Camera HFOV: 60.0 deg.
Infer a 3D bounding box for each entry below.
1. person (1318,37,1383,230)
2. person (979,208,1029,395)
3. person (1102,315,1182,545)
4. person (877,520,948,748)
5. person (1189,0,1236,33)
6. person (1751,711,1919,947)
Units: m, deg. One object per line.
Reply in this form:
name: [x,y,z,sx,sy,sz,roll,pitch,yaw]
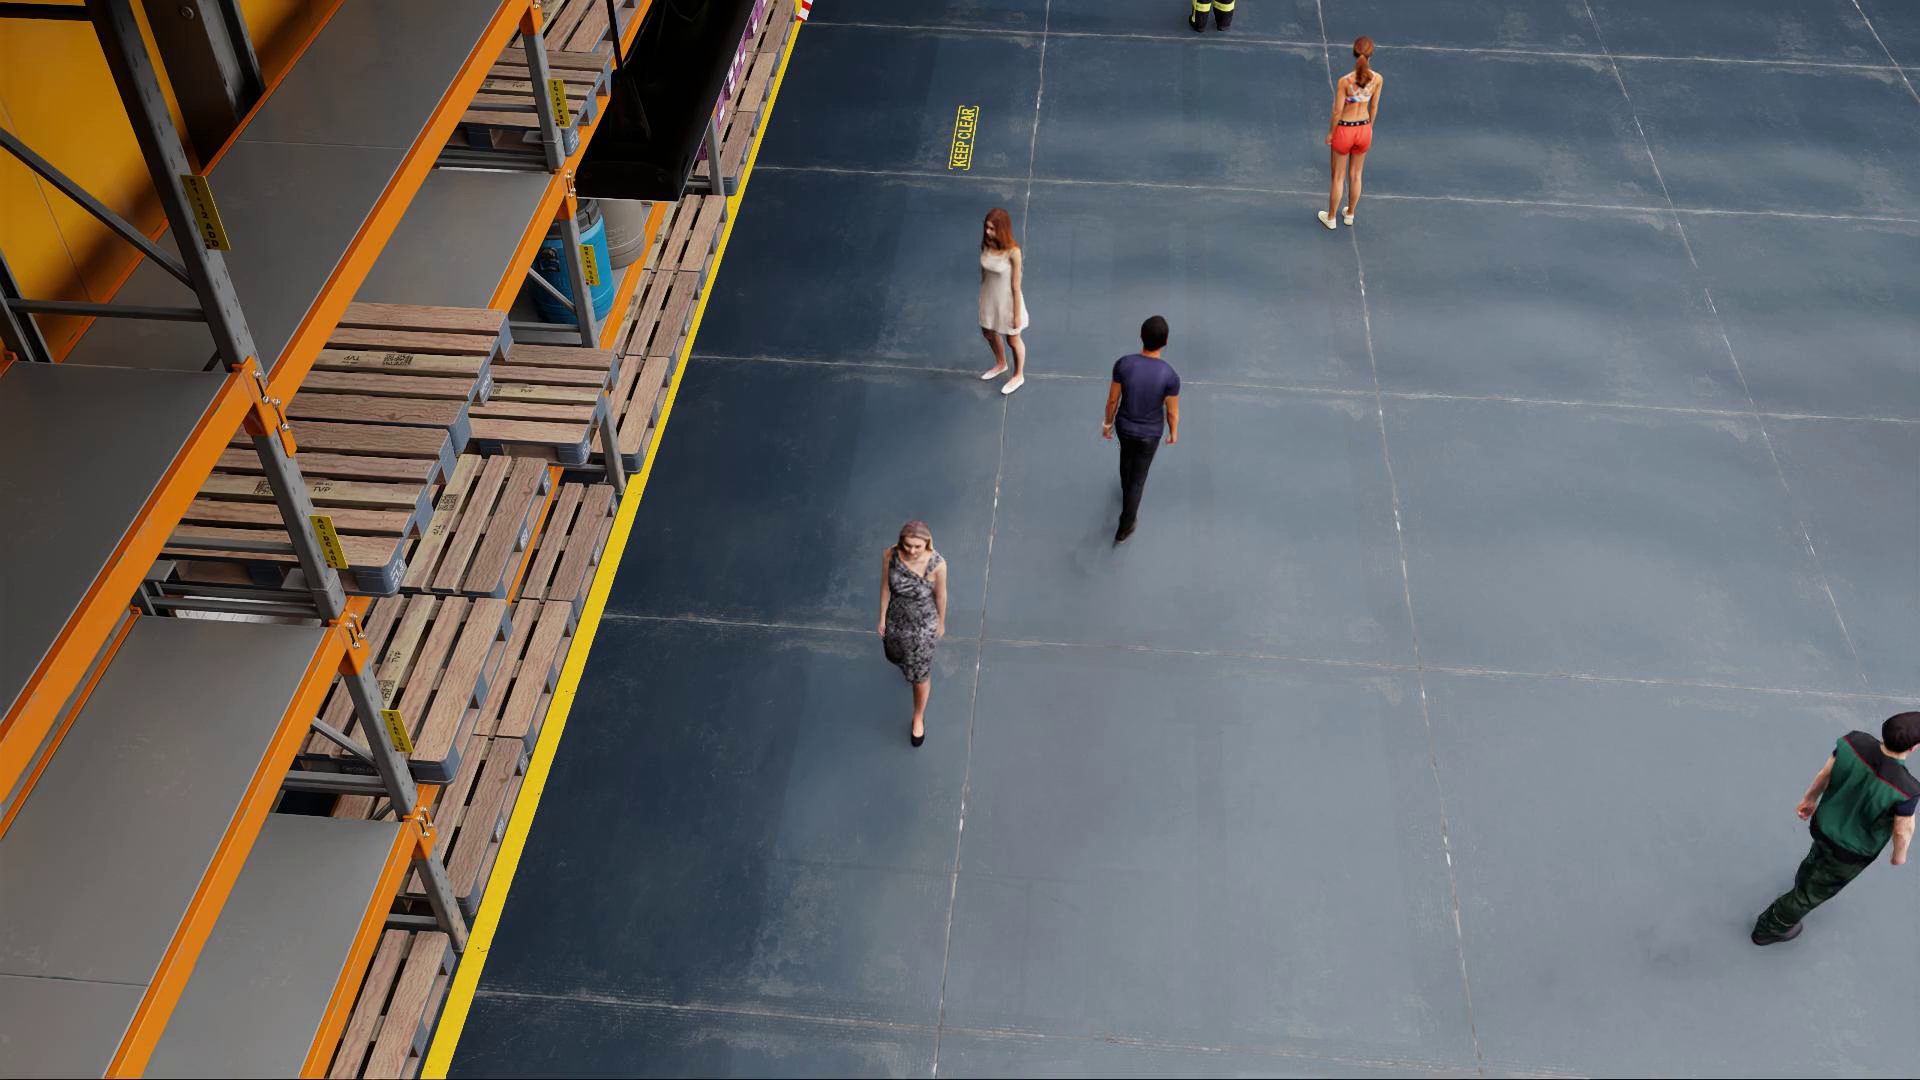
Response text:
person: [3.462,-3.577,14.704,0.622,1.788,0.609,-7,44,-7]
person: [0.324,-1.885,12.995,0.713,1.696,0.760,31,52,28]
person: [1.225,-0.717,11.729,0.838,1.751,1.033,16,46,16]
person: [-0.294,0.466,10.536,0.734,1.684,1.015,12,45,13]
person: [2.715,-6.324,17.444,0.811,1.987,0.707,-4,44,-4]
person: [4.807,1.642,9.162,0.932,1.876,0.960,-11,45,-11]
